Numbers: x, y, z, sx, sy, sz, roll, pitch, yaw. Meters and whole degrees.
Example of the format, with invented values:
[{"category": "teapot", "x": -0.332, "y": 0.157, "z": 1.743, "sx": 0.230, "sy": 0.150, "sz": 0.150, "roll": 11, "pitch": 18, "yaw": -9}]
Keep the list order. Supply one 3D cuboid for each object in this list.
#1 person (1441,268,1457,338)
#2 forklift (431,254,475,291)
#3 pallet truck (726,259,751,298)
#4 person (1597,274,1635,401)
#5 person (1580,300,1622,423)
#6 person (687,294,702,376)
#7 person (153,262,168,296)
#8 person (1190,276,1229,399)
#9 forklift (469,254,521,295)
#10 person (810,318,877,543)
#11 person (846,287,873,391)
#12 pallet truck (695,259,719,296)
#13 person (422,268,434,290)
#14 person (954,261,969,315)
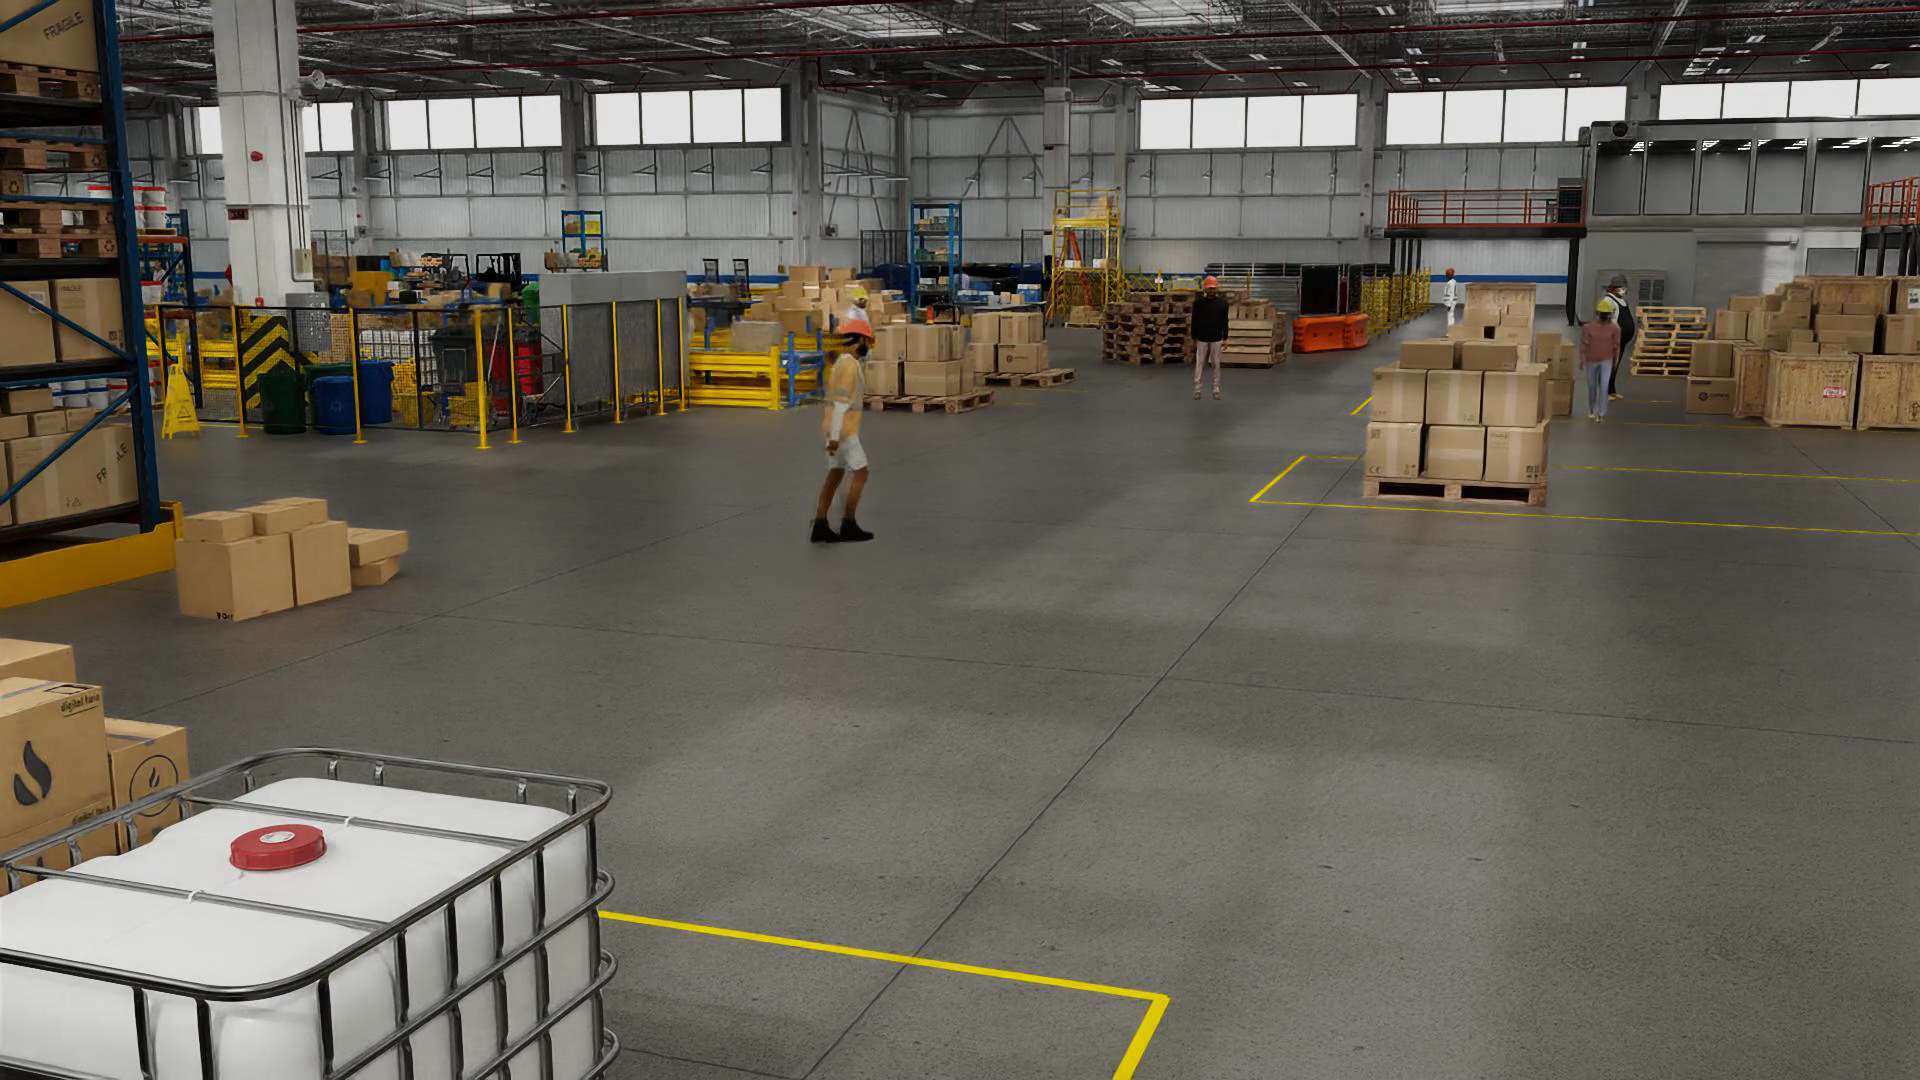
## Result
[{"category": "person", "x": 12.931, "y": -6.219, "z": 43.895, "sx": 0.355, "sy": 1.887, "sz": 0.574, "roll": 3, "pitch": 10, "yaw": 16}, {"category": "forklift", "x": -20.133, "y": -10.254, "z": 65.465, "sx": 1.157, "sy": 1.987, "sz": 2.680, "roll": 3, "pitch": 11, "yaw": 19}, {"category": "pallet truck", "x": -7.986, "y": -9.493, "z": 62.019, "sx": 0.823, "sy": 1.965, "sz": 1.885, "roll": 3, "pitch": 11, "yaw": 17}, {"category": "person", "x": 10.565, "y": -3.254, "z": 26.761, "sx": 0.536, "sy": 2.000, "sz": 0.688, "roll": 8, "pitch": 13, "yaw": 39}, {"category": "person", "x": 9.148, "y": -2.563, "z": 23.757, "sx": 0.516, "sy": 1.737, "sz": 0.866, "roll": 5, "pitch": 11, "yaw": 26}, {"category": "person", "x": -4.728, "y": -3.423, "z": 28.795, "sx": 0.871, "sy": 1.649, "sz": 0.534, "roll": 4, "pitch": 11, "yaw": 23}, {"category": "person", "x": -27.650, "y": -8.640, "z": 57.475, "sx": 0.641, "sy": 1.908, "sz": 0.407, "roll": 6, "pitch": 12, "yaw": 29}, {"category": "person", "x": 4.045, "y": -3.272, "z": 26.991, "sx": 0.622, "sy": 1.994, "sz": 0.381, "roll": 1, "pitch": 10, "yaw": 4}, {"category": "forklift", "x": -17.990, "y": -10.121, "z": 64.684, "sx": 1.157, "sy": 1.987, "sz": 2.680, "roll": 3, "pitch": 11, "yaw": 17}, {"category": "person", "x": -0.983, "y": -0.910, "z": 13.969, "sx": 0.650, "sy": 1.888, "sz": 0.559, "roll": -2, "pitch": 10, "yaw": -14}, {"category": "person", "x": -1.641, "y": -3.229, "z": 27.259, "sx": 0.476, "sy": 1.811, "sz": 0.620, "roll": 3, "pitch": 10, "yaw": 16}, {"category": "pallet truck", "x": -9.165, "y": -9.627, "z": 62.776, "sx": 0.823, "sy": 1.965, "sz": 1.885, "roll": 4, "pitch": 11, "yaw": 23}, {"category": "person", "x": -19.412, "y": -9.188, "z": 60.783, "sx": 0.403, "sy": 1.826, "sz": 0.588, "roll": -7, "pitch": 12, "yaw": -34}, {"category": "person", "x": 0.007, "y": -7.112, "z": 48.531, "sx": 0.628, "sy": 2.023, "sz": 0.490, "roll": -7, "pitch": 13, "yaw": -36}]
